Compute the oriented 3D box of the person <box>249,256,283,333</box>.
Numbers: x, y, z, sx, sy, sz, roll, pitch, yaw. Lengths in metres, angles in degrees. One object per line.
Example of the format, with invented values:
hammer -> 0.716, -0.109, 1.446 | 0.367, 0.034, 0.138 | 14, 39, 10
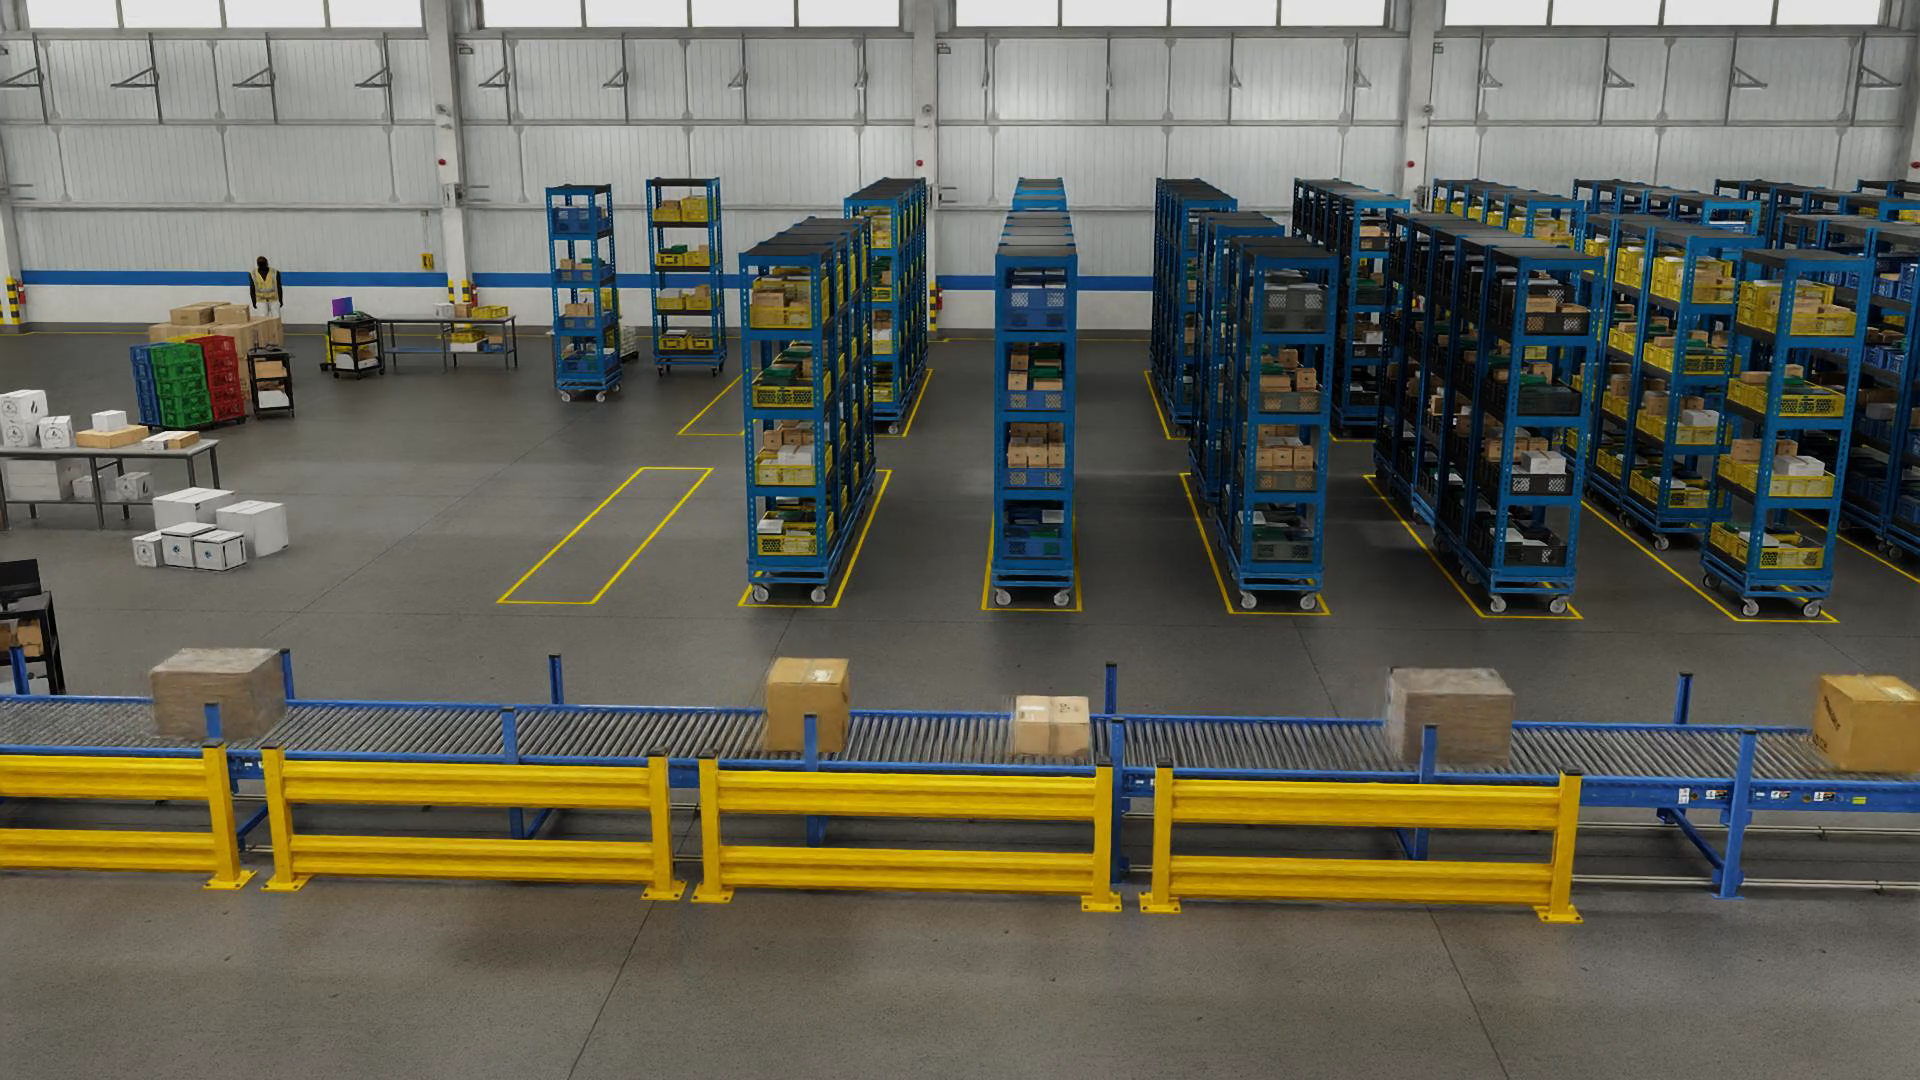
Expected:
person -> -14.408, -4.982, 34.575 | 0.631, 1.831, 0.429 | -5, 16, -18
